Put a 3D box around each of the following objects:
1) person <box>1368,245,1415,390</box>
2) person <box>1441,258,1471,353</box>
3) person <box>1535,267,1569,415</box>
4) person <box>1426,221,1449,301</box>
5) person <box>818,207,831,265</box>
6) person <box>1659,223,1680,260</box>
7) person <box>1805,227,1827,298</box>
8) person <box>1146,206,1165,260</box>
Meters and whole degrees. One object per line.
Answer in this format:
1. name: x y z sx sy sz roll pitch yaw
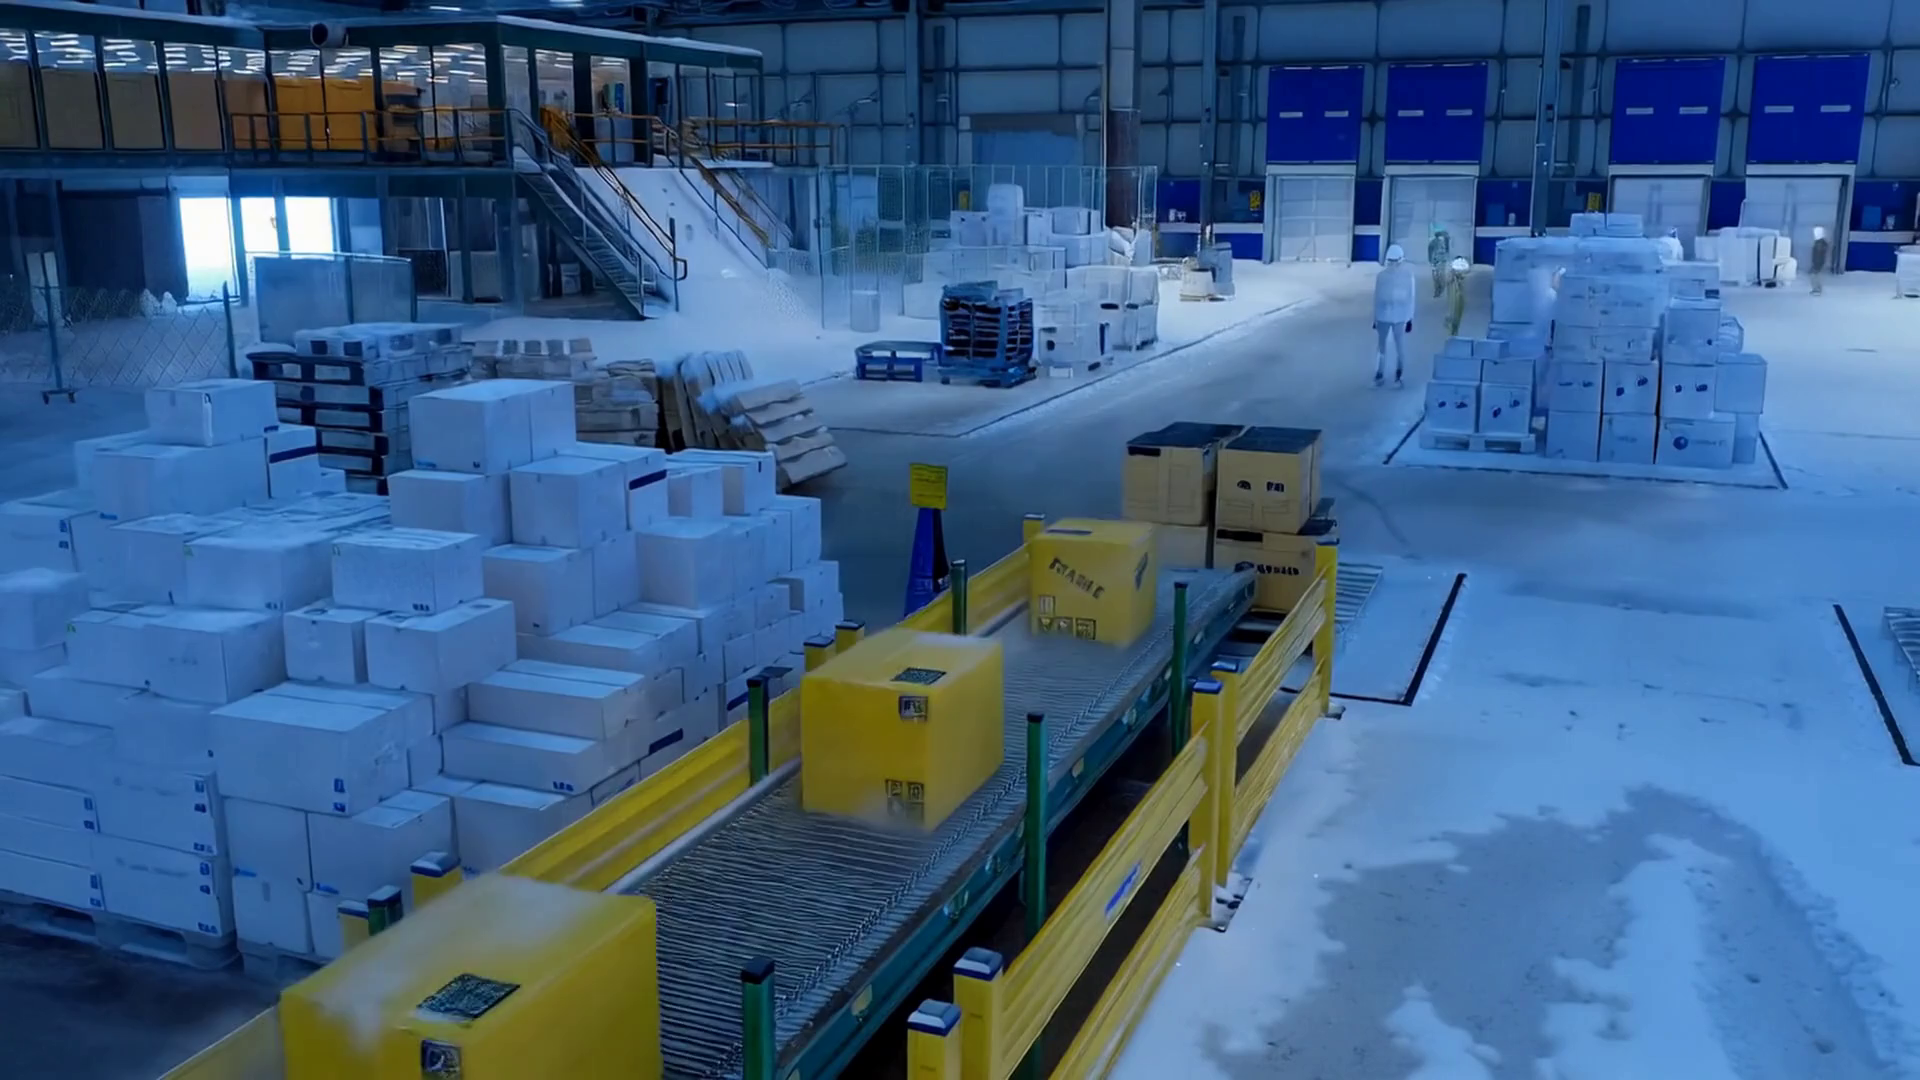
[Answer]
1. person: 5.954 -3.063 22.943 0.396 1.986 0.622 -11 17 -41
2. person: 7.176 -3.203 24.106 0.363 1.758 0.523 5 14 22
3. person: 7.427 -2.421 20.434 0.907 1.834 0.515 1 13 3
4. person: 11.044 -6.450 38.465 0.429 1.846 0.626 7 14 29
5. person: -4.285 -9.689 53.048 0.620 1.818 0.589 -6 14 -25
6. person: 14.988 -5.790 35.372 0.637 1.907 0.931 -7 14 -28
7. person: 20.218 -6.516 39.121 0.546 1.683 0.529 -12 17 -42
8. person: 6.113 -9.476 51.947 0.622 1.884 0.641 5 14 21
